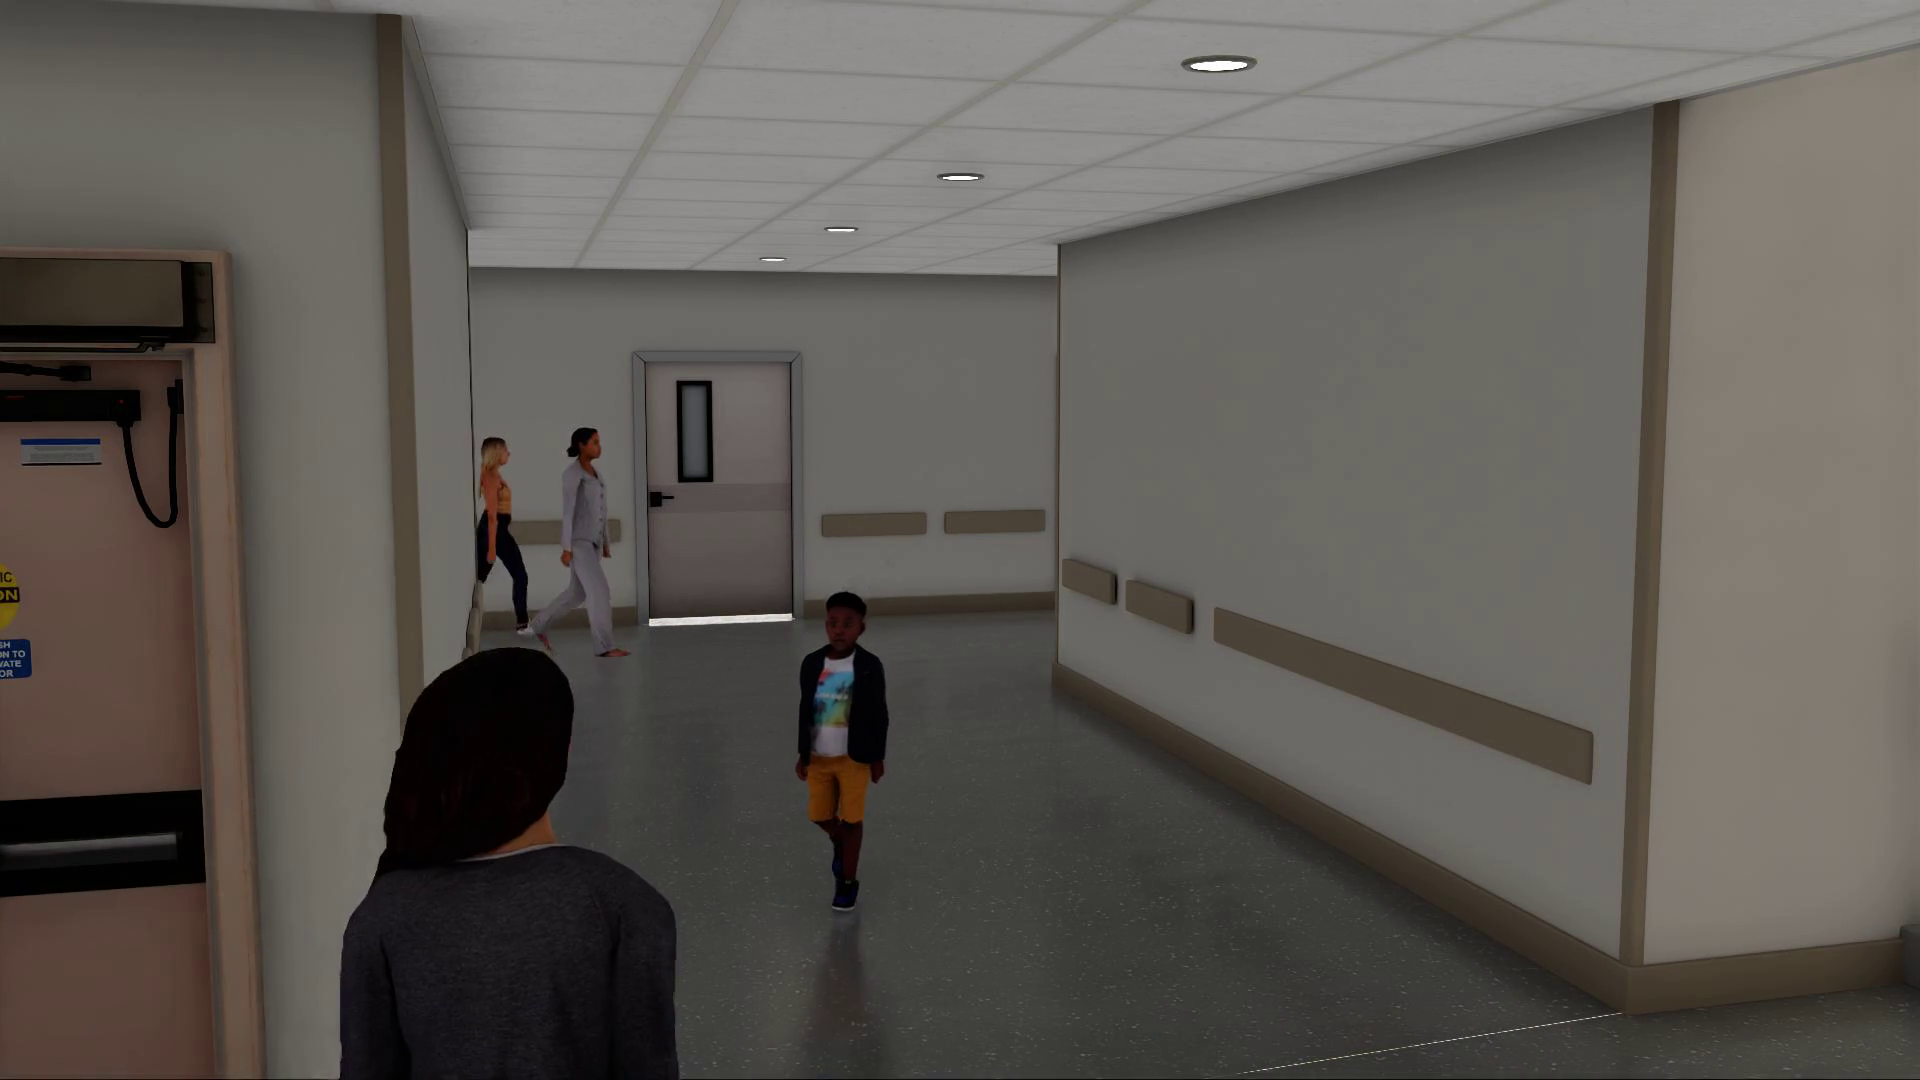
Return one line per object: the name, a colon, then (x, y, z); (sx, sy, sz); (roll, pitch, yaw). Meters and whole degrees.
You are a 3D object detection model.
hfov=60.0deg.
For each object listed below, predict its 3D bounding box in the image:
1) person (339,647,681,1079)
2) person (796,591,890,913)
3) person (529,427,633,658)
person: (-0.589, 1.037, 2.204); (0.907, 1.752, 0.786); (0, 6, -4)
person: (-0.469, 0.827, 6.724); (0.721, 1.264, 0.739); (1, 6, 10)
person: (-2.891, 0.034, 12.401); (1.208, 1.706, 0.980); (1, 6, 12)
